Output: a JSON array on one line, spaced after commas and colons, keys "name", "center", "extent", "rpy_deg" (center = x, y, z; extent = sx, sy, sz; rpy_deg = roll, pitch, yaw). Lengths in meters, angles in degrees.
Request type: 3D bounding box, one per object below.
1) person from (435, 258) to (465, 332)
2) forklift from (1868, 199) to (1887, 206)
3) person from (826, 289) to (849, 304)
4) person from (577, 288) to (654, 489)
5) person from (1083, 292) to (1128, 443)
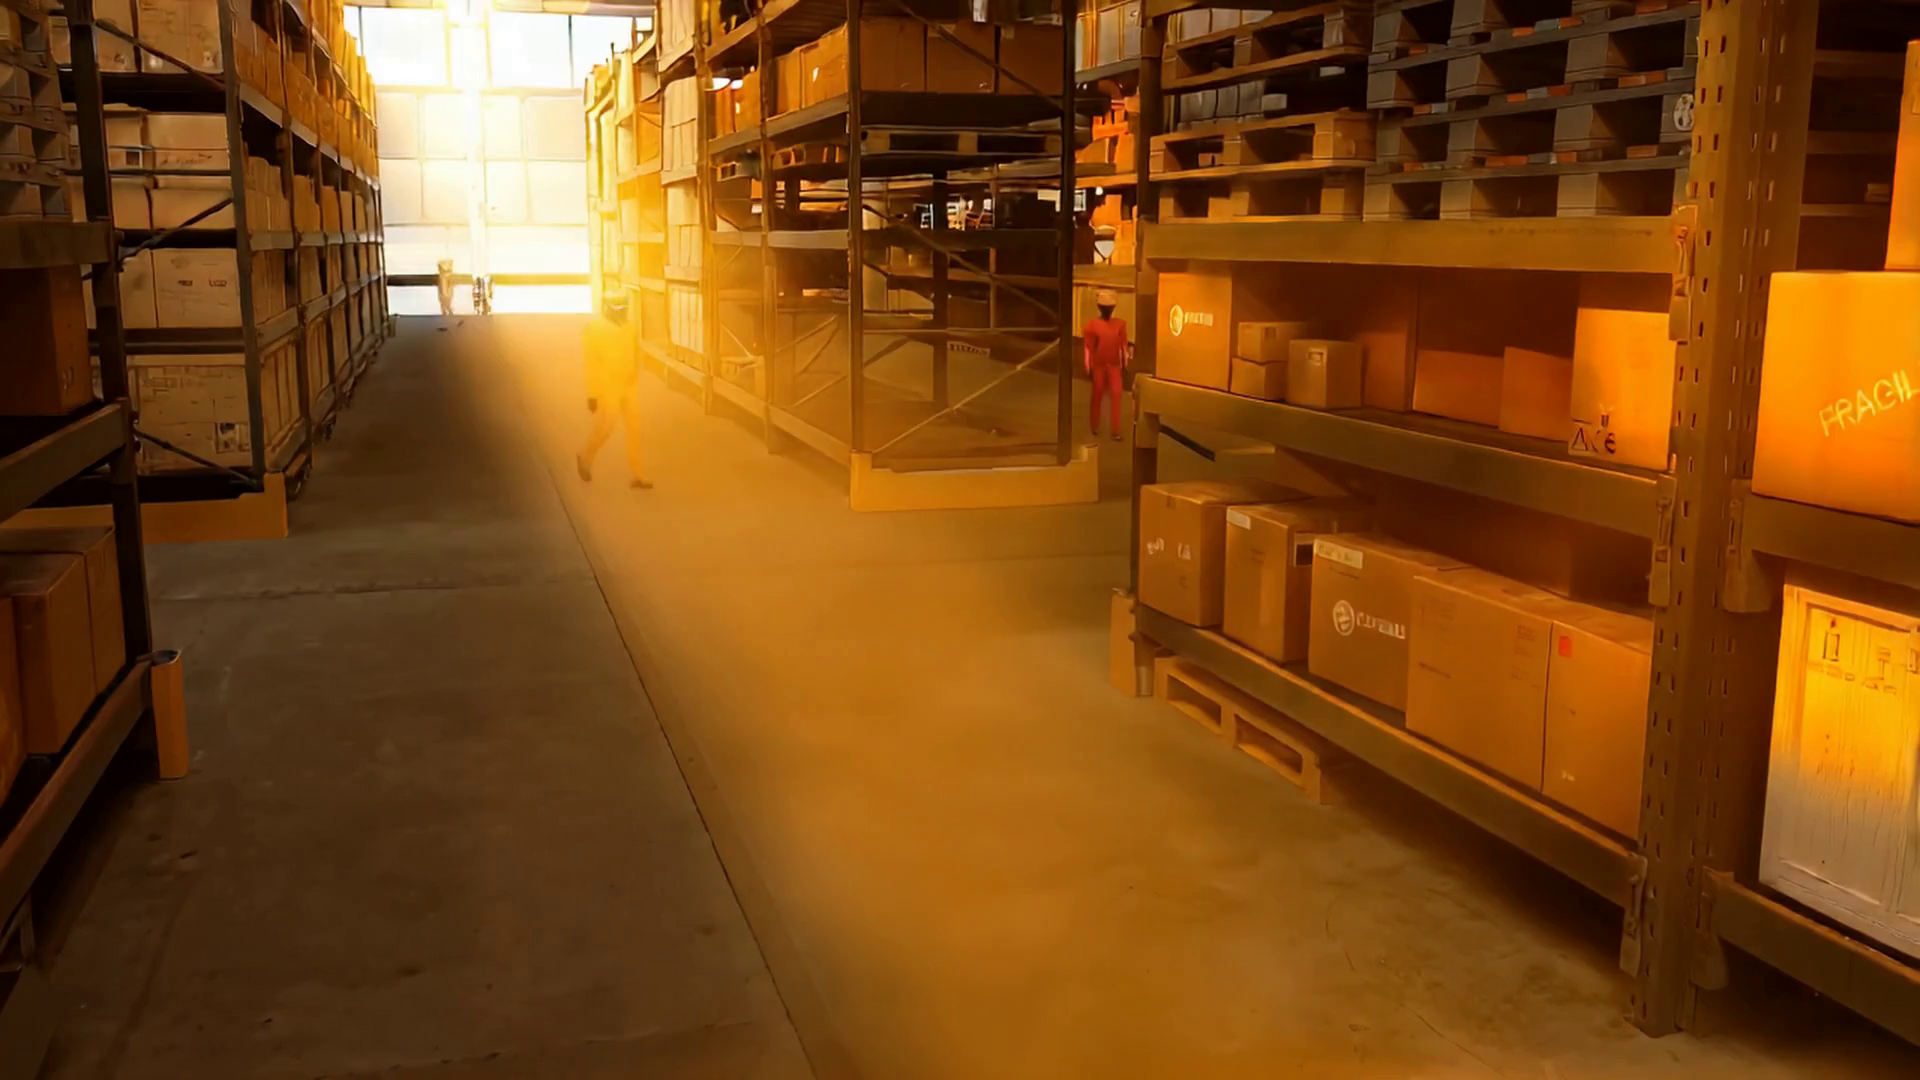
[{"name": "person", "center": [-12.714, -6.072, 41.269], "extent": [0.627, 1.817, 0.606], "rpy_deg": [-1, 10, -7]}, {"name": "forklift", "center": [11.338, -2.915, 21.052], "extent": [1.129, 2.768, 1.873], "rpy_deg": [-3, 11, -17]}, {"name": "person", "center": [-2.900, -5.898, 40.122], "extent": [0.664, 1.881, 0.663], "rpy_deg": [-3, 11, -17]}, {"name": "person", "center": [-3.276, -1.424, 15.639], "extent": [0.853, 1.881, 0.653], "rpy_deg": [9, 14, 41]}, {"name": "person", "center": [1.671, -1.996, 19.212], "extent": [0.547, 1.718, 0.920], "rpy_deg": [-1, 10, -8]}]
